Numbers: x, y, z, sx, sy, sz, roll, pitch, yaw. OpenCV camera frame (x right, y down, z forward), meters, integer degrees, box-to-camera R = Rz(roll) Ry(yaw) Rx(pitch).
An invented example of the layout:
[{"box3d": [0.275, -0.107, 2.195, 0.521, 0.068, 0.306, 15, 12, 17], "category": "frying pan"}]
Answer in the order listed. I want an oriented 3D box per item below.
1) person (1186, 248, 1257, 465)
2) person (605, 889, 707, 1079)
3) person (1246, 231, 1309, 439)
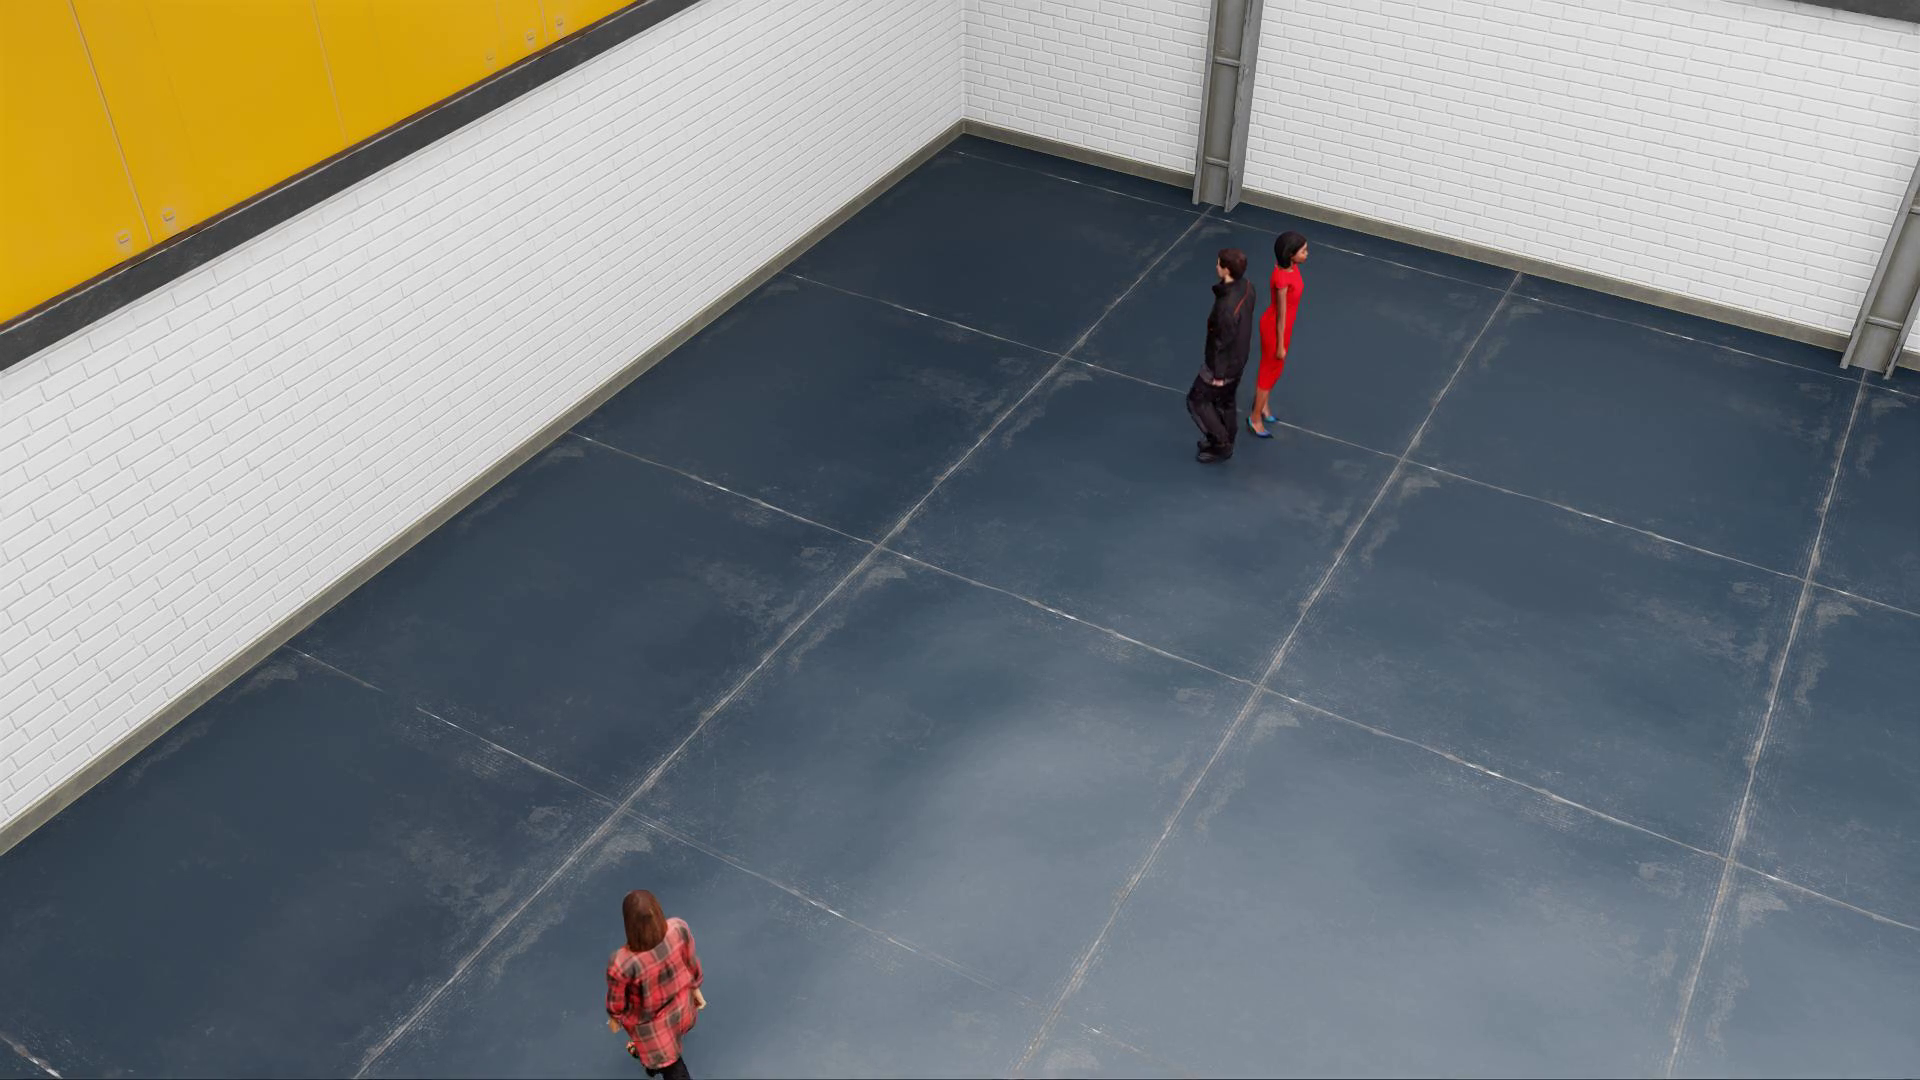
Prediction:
[{"box3d": [2.087, -1.342, 12.550, 0.632, 1.823, 0.721, 17, 42, 20], "category": "person"}, {"box3d": [-1.406, 2.350, 8.056, 0.804, 1.661, 1.138, -32, 48, -34], "category": "person"}, {"box3d": [2.461, -1.608, 12.949, 0.559, 1.740, 0.608, 13, 40, 16], "category": "person"}]
